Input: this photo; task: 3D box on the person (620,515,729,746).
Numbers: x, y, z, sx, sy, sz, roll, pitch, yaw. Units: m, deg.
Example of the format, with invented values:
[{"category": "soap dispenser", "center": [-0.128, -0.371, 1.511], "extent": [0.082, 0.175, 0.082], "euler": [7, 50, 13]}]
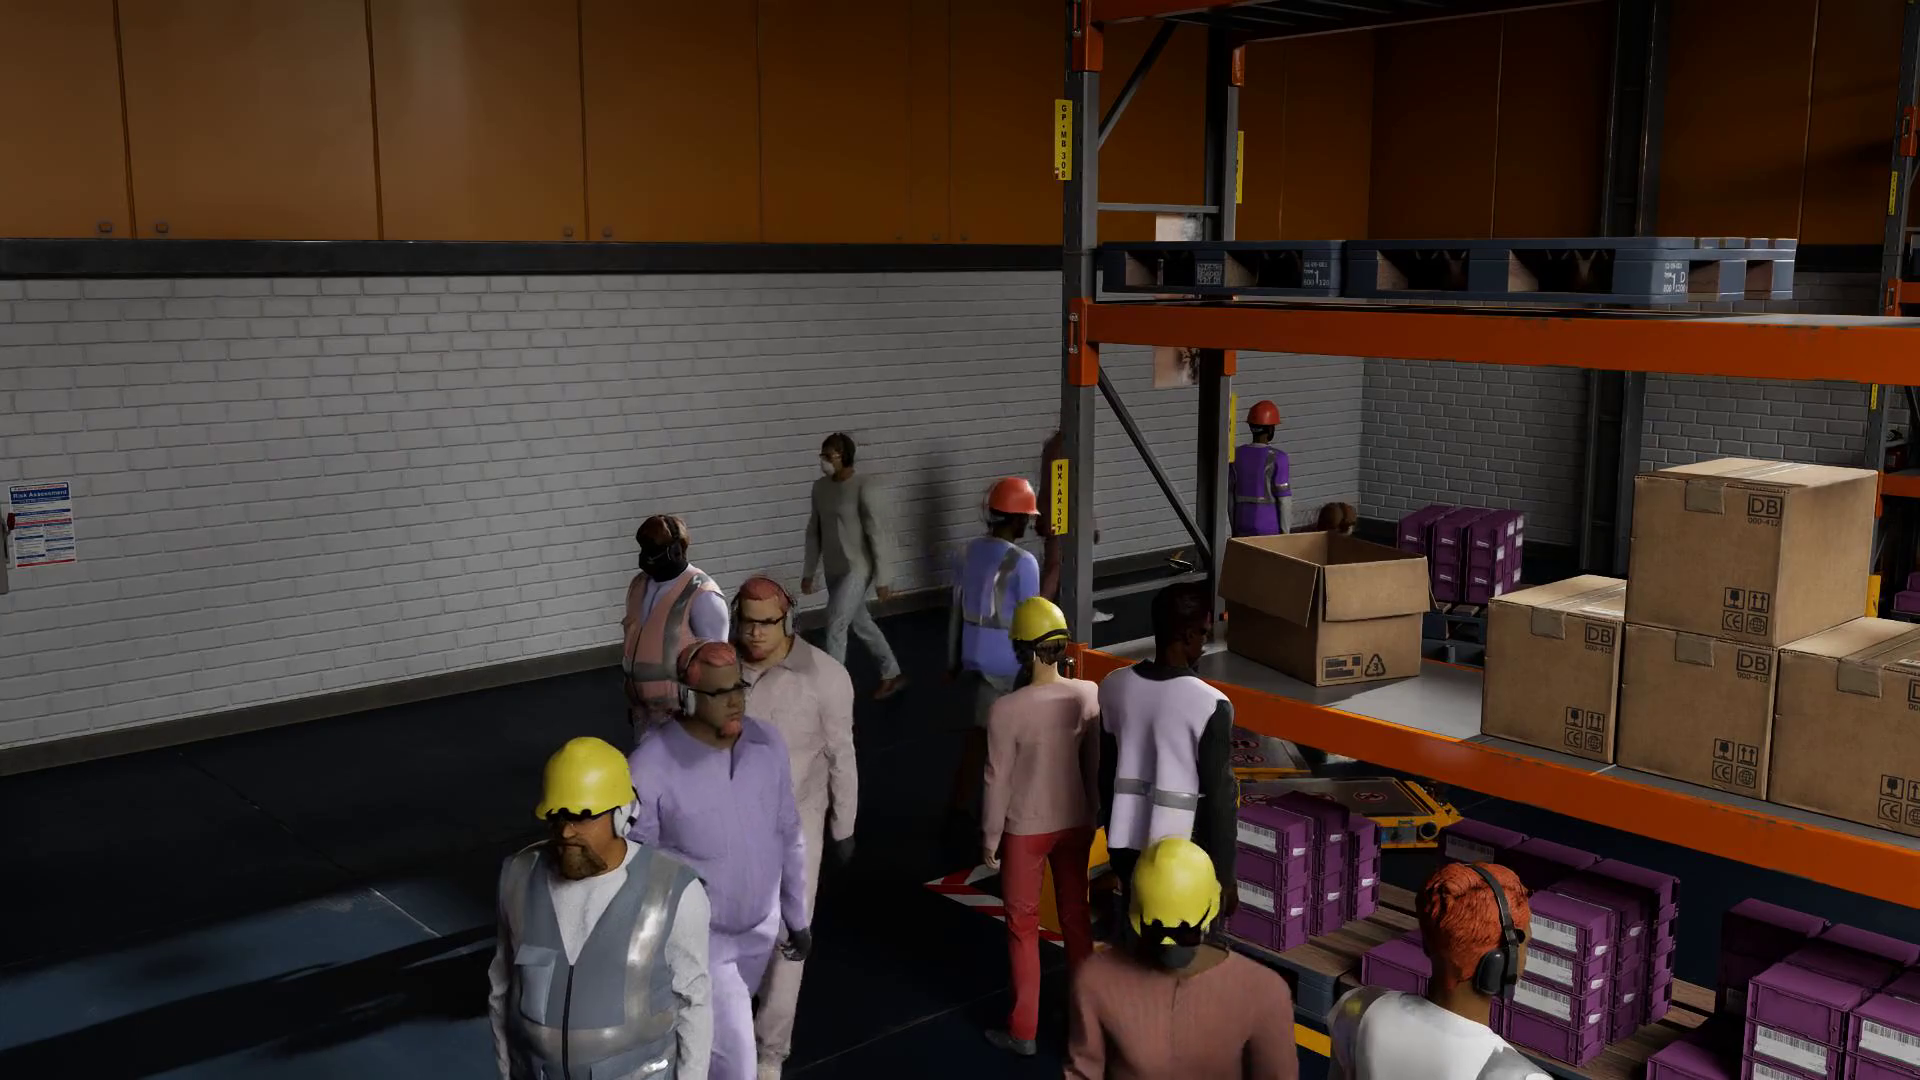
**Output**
[{"category": "person", "center": [-1.366, 0.792, 7.823], "extent": [0.637, 1.842, 0.429], "euler": [9, 13, 41]}]

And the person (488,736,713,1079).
[{"category": "person", "center": [-0.940, 1.395, 4.317], "extent": [0.588, 1.835, 0.404], "euler": [1, 10, 9]}]

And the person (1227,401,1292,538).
[{"category": "person", "center": [2.302, -0.100, 12.762], "extent": [0.544, 1.939, 0.354], "euler": [8, 13, 40]}]

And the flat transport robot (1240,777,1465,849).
[{"category": "flat transport robot", "center": [1.919, 1.432, 8.668], "extent": [1.431, 0.197, 0.652], "euler": [-1, 10, -4]}]

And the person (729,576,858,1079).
[{"category": "person", "center": [-0.755, 1.075, 6.069], "extent": [0.664, 1.870, 0.917], "euler": [3, 10, 15]}]

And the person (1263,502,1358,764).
[{"category": "person", "center": [2.052, 0.580, 9.782], "extent": [0.738, 1.607, 0.534], "euler": [-2, 10, -12]}]

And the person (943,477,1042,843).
[{"category": "person", "center": [0.267, 0.613, 8.732], "extent": [0.938, 1.885, 0.545], "euler": [-7, 12, -36]}]

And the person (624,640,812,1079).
[{"category": "person", "center": [-0.778, 1.215, 5.304], "extent": [0.969, 1.866, 0.654], "euler": [9, 13, 42]}]

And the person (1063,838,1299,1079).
[{"category": "person", "center": [0.515, 1.514, 3.874], "extent": [0.553, 1.729, 0.615], "euler": [1, 10, 4]}]

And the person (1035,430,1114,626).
[{"category": "person", "center": [0.941, -0.154, 13.279], "extent": [0.899, 1.865, 0.652], "euler": [-3, 10, -14]}]

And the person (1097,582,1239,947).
[{"category": "person", "center": [0.724, 1.097, 5.833], "extent": [0.392, 1.914, 0.587], "euler": [-9, 13, -41]}]

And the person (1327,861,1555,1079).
[{"category": "person", "center": [0.953, 1.545, 3.293], "extent": [0.337, 1.882, 0.584], "euler": [-6, 11, -32]}]

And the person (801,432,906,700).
[{"category": "person", "center": [-0.730, 0.209, 11.130], "extent": [1.018, 1.891, 0.648], "euler": [-8, 13, -39]}]

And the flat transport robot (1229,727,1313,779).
[{"category": "flat transport robot", "center": [1.610, 1.257, 9.693], "extent": [0.652, 0.197, 1.431], "euler": [0, 10, 1]}]

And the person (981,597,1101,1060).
[{"category": "person", "center": [0.307, 1.086, 6.347], "extent": [0.527, 1.761, 0.330], "euler": [-6, 11, -31]}]
